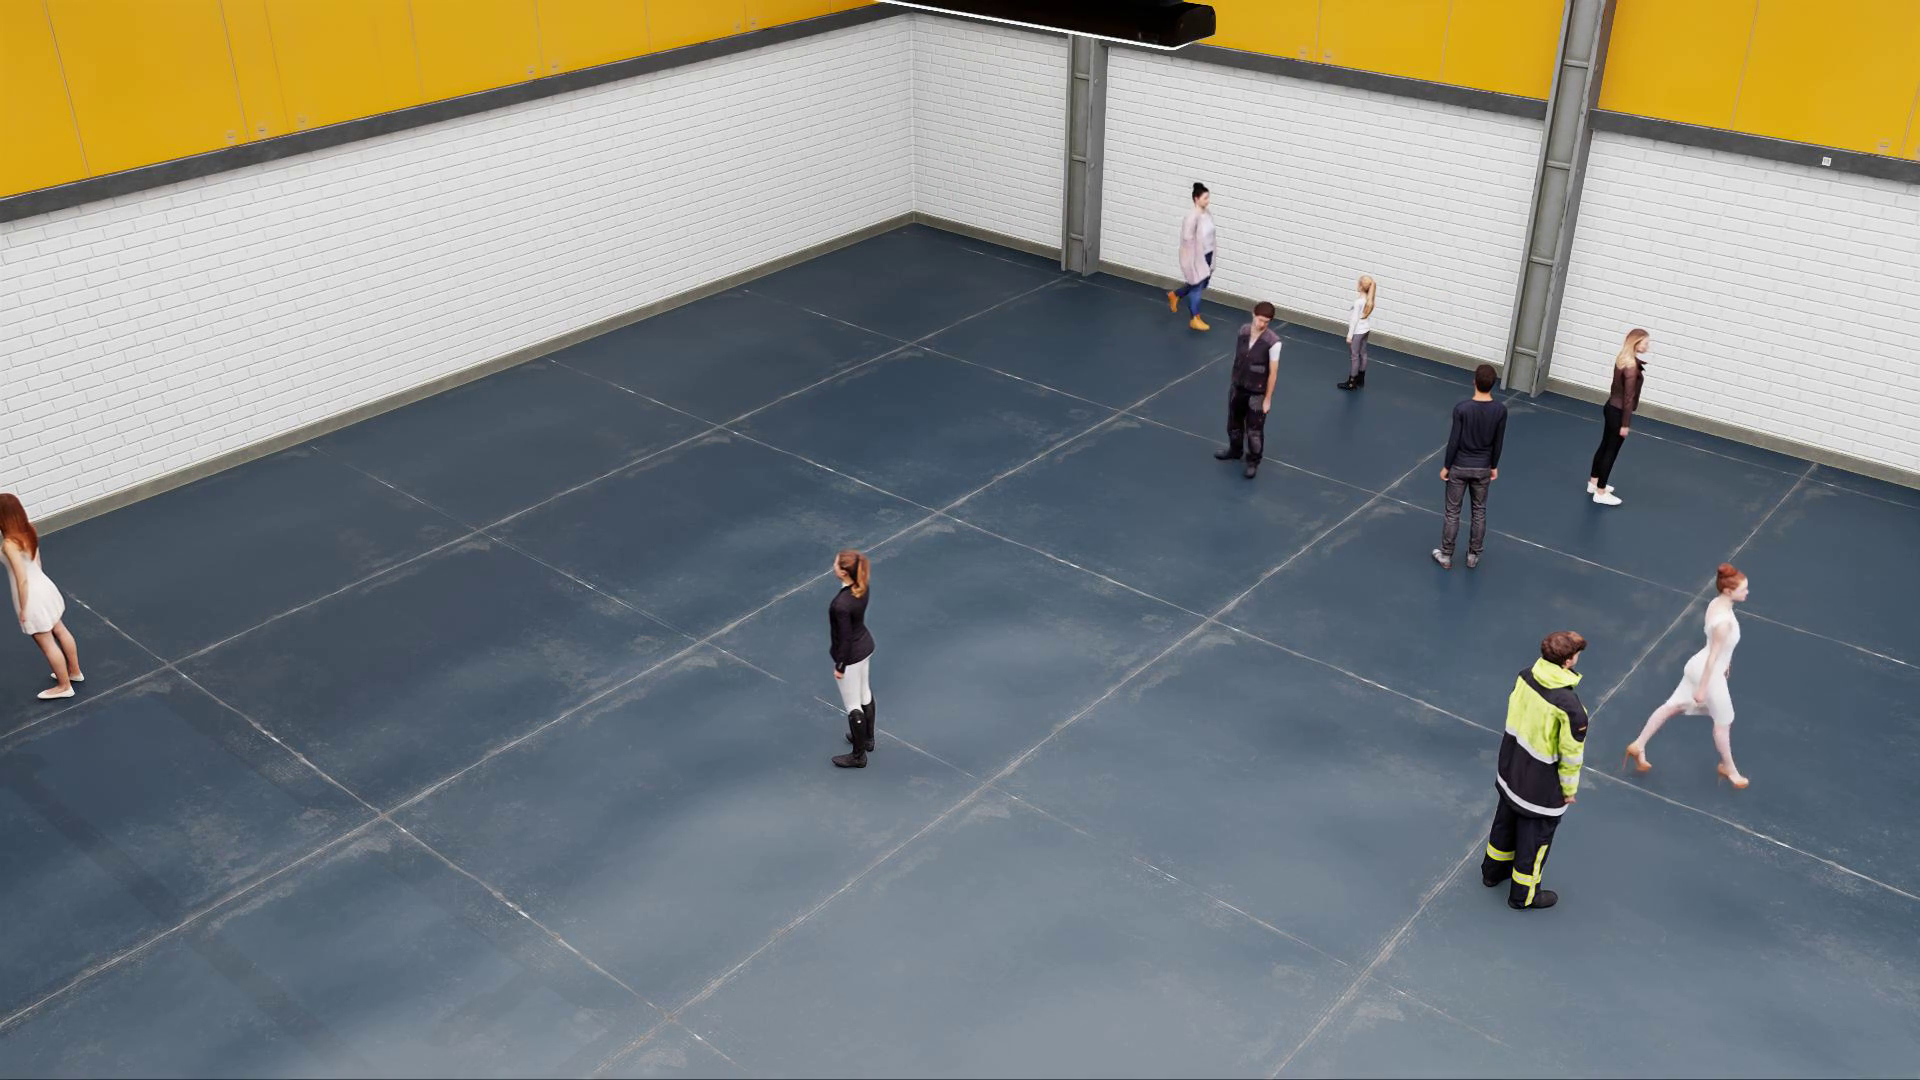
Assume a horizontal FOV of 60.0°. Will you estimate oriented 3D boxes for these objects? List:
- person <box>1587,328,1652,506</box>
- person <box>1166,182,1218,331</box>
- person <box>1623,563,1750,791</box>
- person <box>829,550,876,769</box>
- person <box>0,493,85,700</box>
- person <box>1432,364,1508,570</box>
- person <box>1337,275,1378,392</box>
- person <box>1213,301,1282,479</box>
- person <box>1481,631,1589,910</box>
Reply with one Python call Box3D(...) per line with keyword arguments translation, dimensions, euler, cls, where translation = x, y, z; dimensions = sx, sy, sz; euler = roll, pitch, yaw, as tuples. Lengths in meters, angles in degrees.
Box3D(translation=(6.132, -1.169, 15.500), dimensions=(0.675, 1.702, 0.674), euler=(4, 29, 7), cls="person")
Box3D(translation=(2.701, -3.323, 19.422), dimensions=(0.904, 1.727, 0.681), euler=(21, 35, 33), cls="person")
Box3D(translation=(5.074, 0.956, 11.558), dimensions=(1.135, 1.746, 0.849), euler=(10, 30, 17), cls="person")
Box3D(translation=(-0.768, 0.834, 11.799), dimensions=(0.646, 1.729, 0.644), euler=(9, 30, 16), cls="person")
Box3D(translation=(-7.004, 0.413, 12.589), dimensions=(0.701, 1.711, 0.641), euler=(-2, 29, -4), cls="person")
Box3D(translation=(4.399, -0.624, 14.326), dimensions=(0.700, 1.869, 0.778), euler=(-1, 29, -1), cls="person")
Box3D(translation=(4.310, -2.241, 17.907), dimensions=(0.508, 1.279, 0.518), euler=(-25, 37, -37), cls="person")
Box3D(translation=(2.799, -1.466, 15.929), dimensions=(0.899, 1.812, 0.623), euler=(-16, 32, -27), cls="person")
Box3D(translation=(3.631, 1.422, 10.457), dimensions=(0.928, 1.983, 0.786), euler=(-11, 30, -19), cls="person")
